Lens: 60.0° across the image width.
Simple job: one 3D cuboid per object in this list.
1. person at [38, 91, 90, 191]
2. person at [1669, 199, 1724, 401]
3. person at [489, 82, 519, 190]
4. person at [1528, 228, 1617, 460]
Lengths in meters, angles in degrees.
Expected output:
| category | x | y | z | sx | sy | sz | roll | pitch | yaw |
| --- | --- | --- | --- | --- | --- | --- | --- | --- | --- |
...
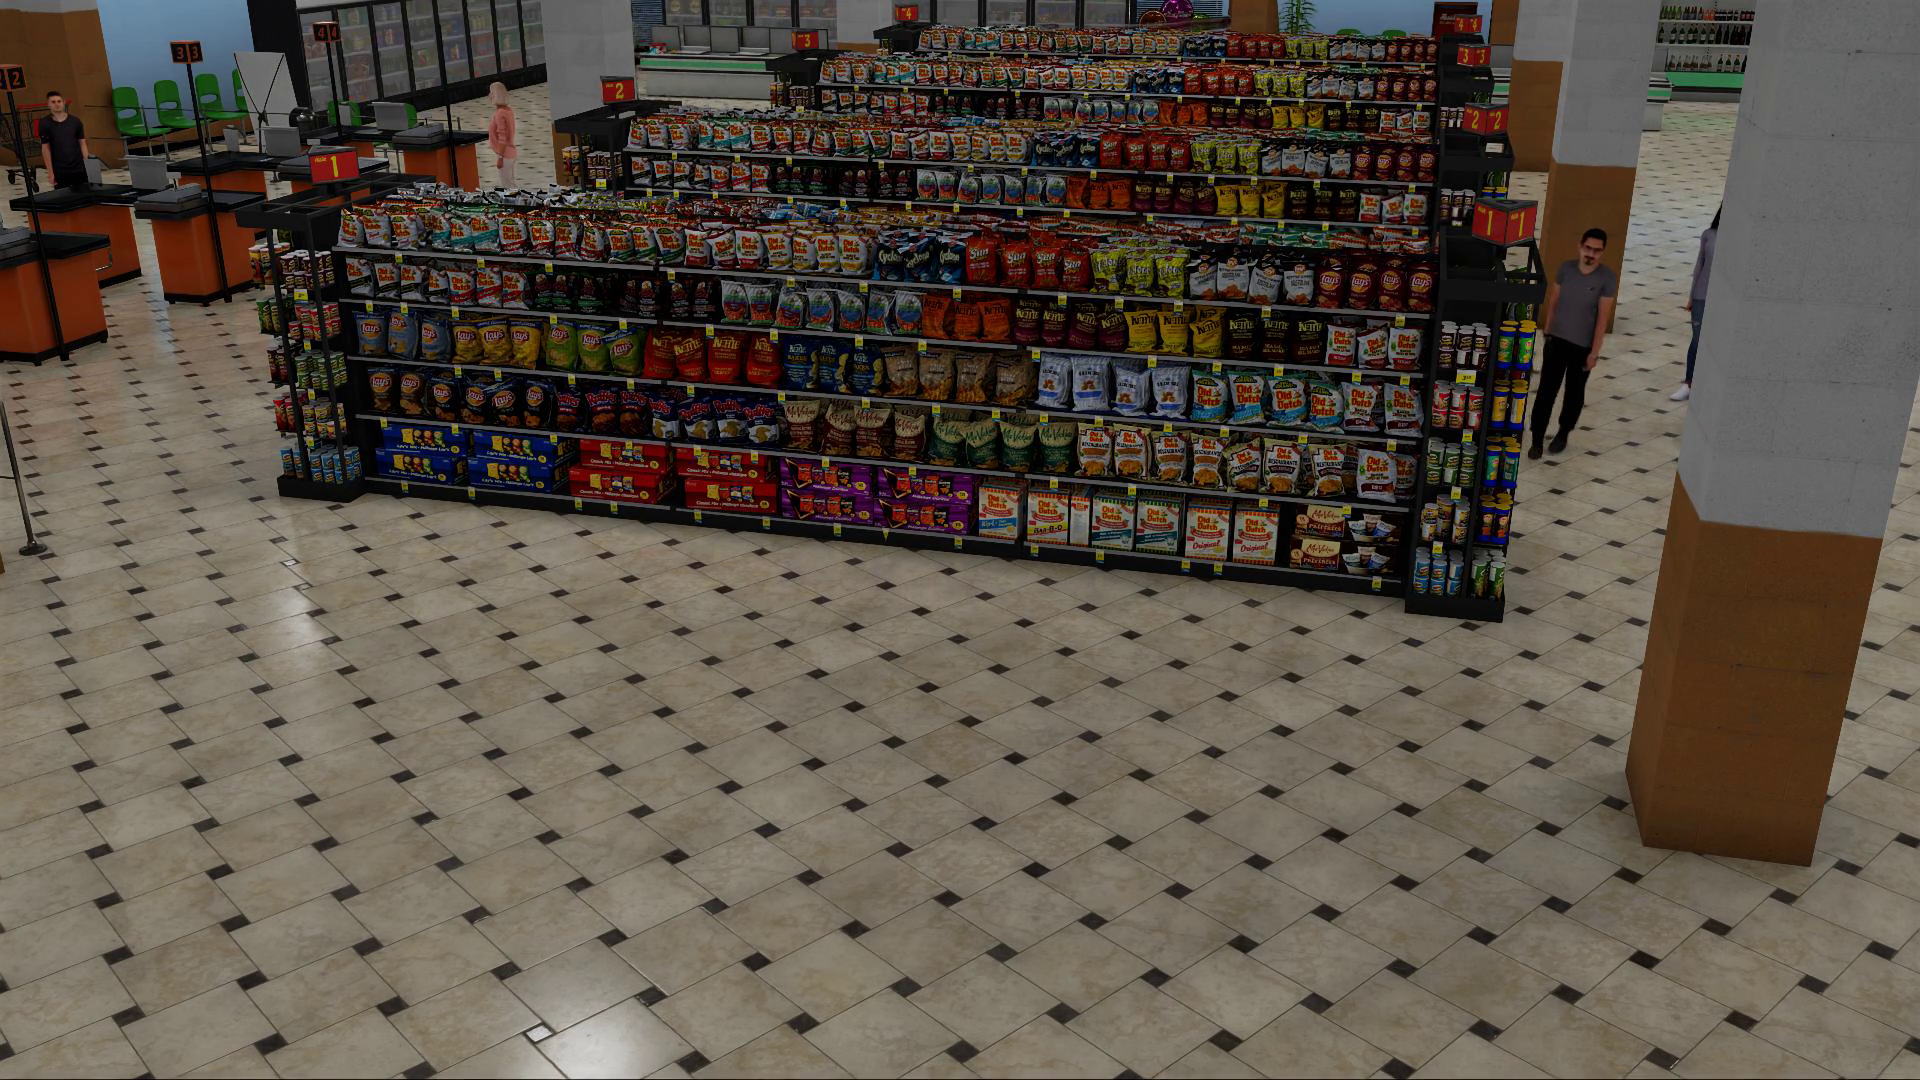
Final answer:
| category | x | y | z | sx | sy | sz | roll | pitch | yaw |
| --- | --- | --- | --- | --- | --- | --- | --- | --- | --- |
| person | -10.213 | -4.241 | 19.061 | 0.719 | 1.761 | 0.738 | -18 | 28 | -38 |
| person | 6.105 | -1.945 | 13.381 | 0.747 | 1.736 | 0.635 | -20 | 29 | -41 |
| person | -5.514 | -4.674 | 20.187 | 0.631 | 1.726 | 0.665 | -1 | 22 | -3 |
| person | 4.484 | -1.451 | 12.178 | 0.905 | 1.715 | 0.822 | 15 | 27 | 33 |
